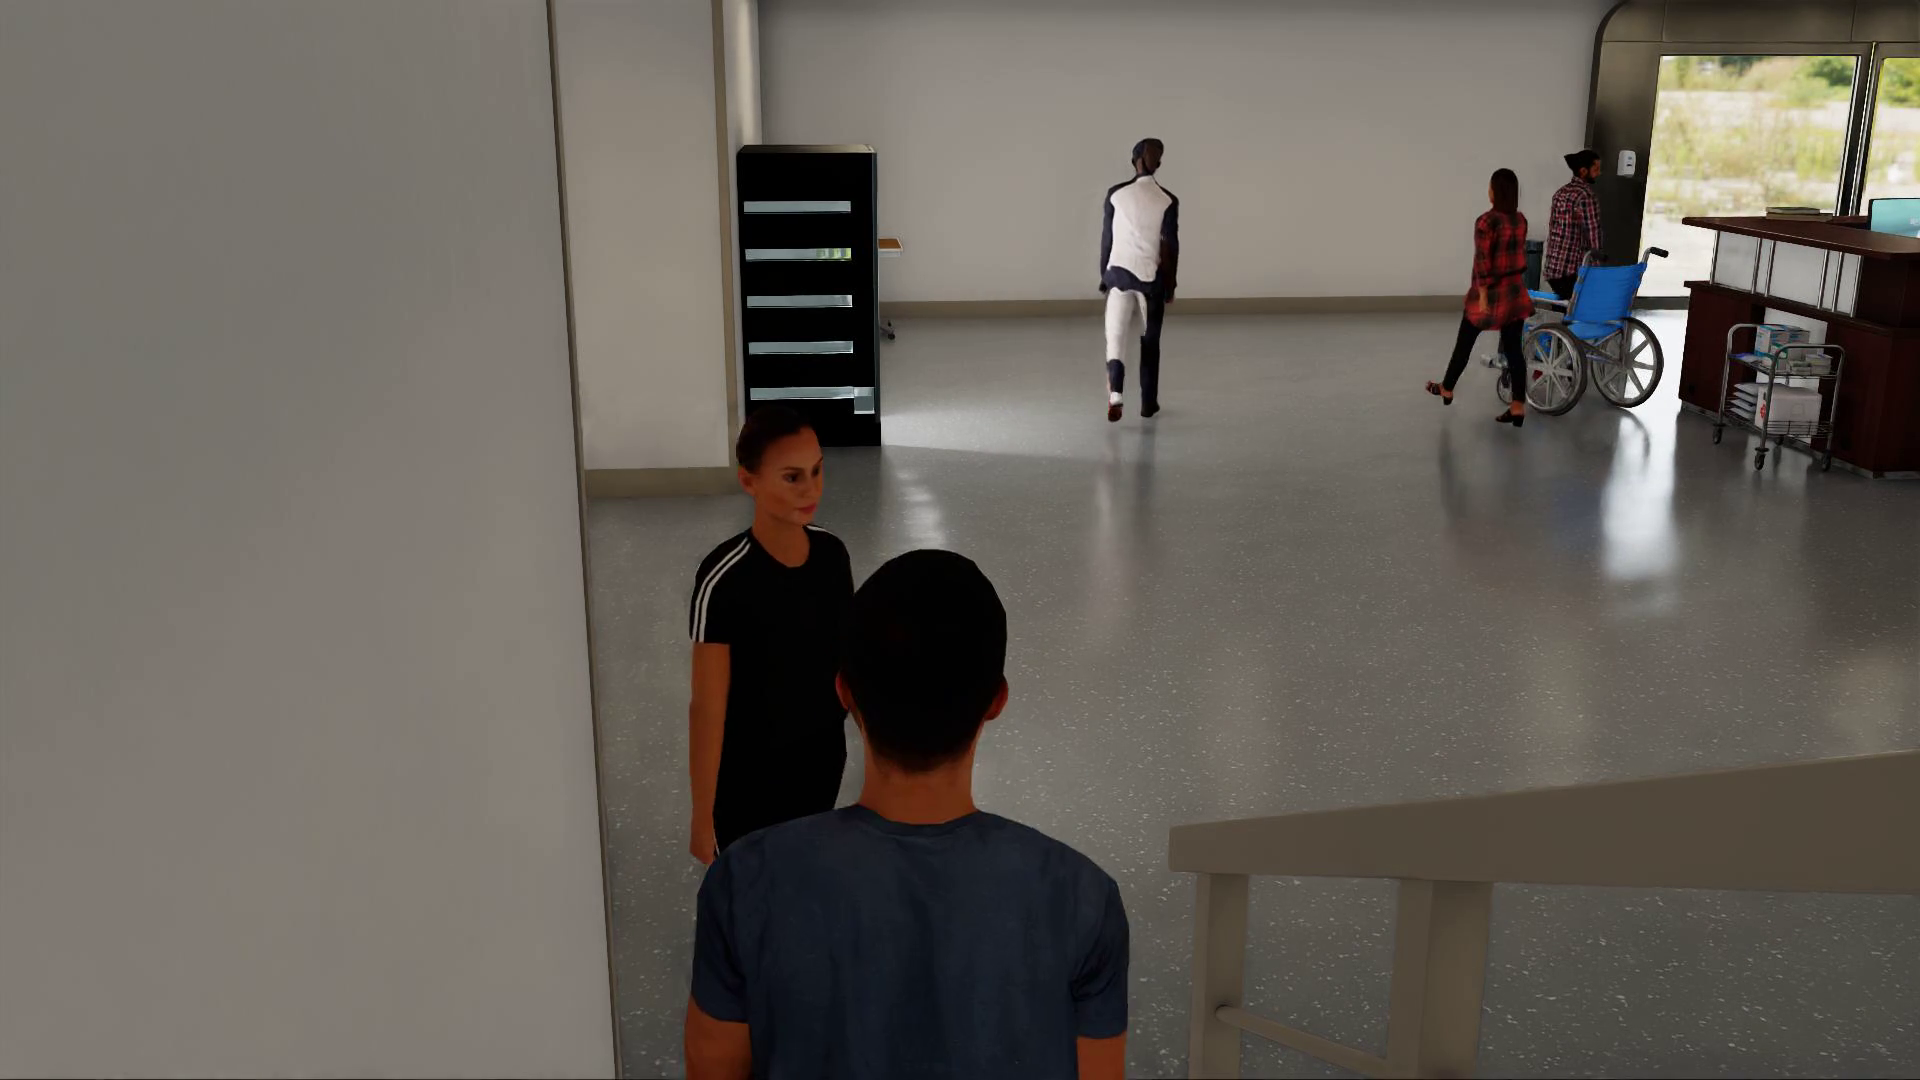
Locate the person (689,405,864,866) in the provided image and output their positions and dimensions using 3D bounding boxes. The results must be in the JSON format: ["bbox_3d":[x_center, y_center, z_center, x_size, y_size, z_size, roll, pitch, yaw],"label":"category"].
[{"bbox_3d":[-0.456,0.524,3.610,1.026,1.642,0.984,12,20,37],"label":"person"}]

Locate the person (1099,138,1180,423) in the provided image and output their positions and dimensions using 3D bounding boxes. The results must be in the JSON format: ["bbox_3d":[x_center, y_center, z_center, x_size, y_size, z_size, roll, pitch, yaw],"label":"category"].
[{"bbox_3d":[1.149,-1.700,11.070,0.862,1.873,1.112,3,16,11],"label":"person"}]

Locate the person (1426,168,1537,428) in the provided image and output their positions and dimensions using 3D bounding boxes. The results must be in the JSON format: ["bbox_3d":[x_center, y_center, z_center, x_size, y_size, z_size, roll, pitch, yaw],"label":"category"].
[{"bbox_3d":[3.600,-1.546,10.934,0.877,1.652,1.185,-8,17,-25],"label":"person"}]

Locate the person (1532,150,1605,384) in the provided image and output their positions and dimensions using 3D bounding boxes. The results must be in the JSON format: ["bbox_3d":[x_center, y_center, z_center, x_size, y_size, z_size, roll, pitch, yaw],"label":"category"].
[{"bbox_3d":[4.498,-2.030,12.483,0.747,1.741,0.574,-2,16,-5],"label":"person"}]

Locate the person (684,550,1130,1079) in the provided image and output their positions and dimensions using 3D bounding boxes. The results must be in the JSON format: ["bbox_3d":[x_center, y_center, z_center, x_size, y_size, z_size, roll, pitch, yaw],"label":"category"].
[{"bbox_3d":[-0.073,0.944,1.898,0.668,1.761,1.137,-2,16,-6],"label":"person"}]
